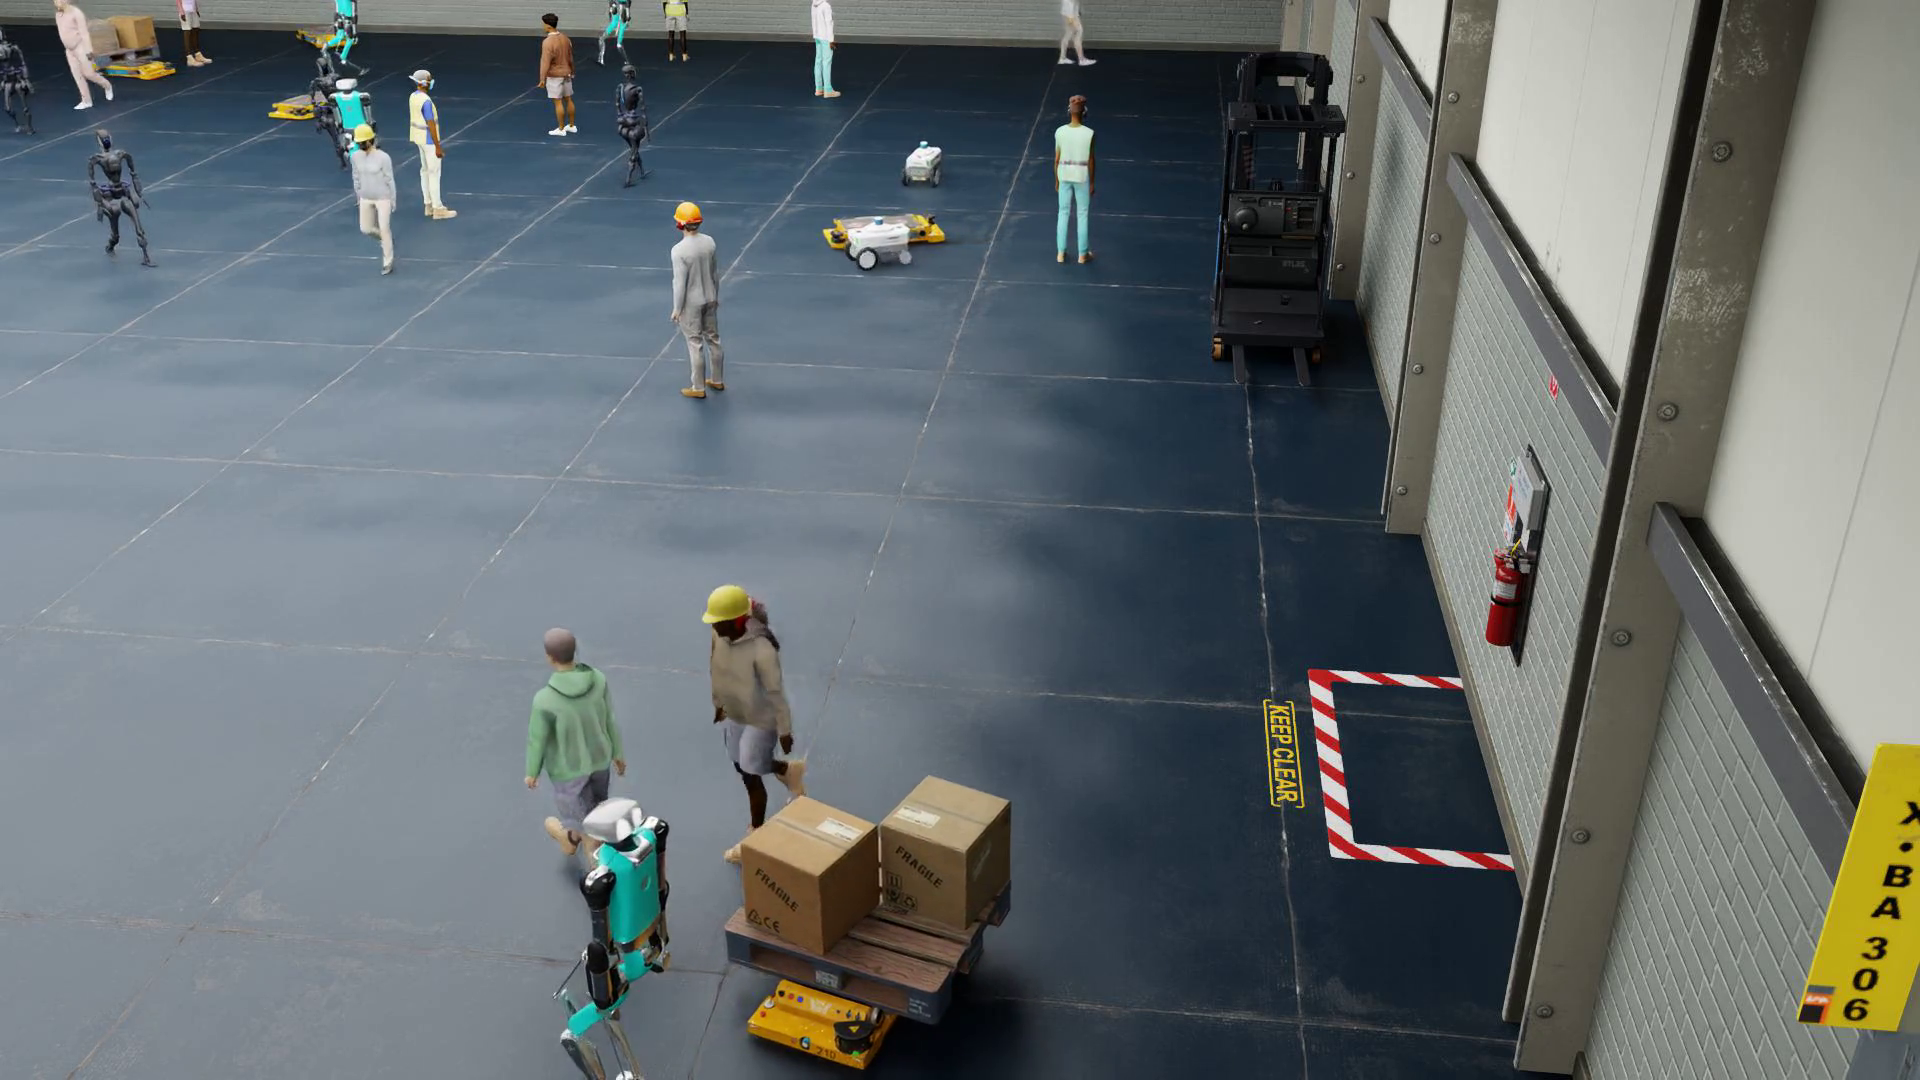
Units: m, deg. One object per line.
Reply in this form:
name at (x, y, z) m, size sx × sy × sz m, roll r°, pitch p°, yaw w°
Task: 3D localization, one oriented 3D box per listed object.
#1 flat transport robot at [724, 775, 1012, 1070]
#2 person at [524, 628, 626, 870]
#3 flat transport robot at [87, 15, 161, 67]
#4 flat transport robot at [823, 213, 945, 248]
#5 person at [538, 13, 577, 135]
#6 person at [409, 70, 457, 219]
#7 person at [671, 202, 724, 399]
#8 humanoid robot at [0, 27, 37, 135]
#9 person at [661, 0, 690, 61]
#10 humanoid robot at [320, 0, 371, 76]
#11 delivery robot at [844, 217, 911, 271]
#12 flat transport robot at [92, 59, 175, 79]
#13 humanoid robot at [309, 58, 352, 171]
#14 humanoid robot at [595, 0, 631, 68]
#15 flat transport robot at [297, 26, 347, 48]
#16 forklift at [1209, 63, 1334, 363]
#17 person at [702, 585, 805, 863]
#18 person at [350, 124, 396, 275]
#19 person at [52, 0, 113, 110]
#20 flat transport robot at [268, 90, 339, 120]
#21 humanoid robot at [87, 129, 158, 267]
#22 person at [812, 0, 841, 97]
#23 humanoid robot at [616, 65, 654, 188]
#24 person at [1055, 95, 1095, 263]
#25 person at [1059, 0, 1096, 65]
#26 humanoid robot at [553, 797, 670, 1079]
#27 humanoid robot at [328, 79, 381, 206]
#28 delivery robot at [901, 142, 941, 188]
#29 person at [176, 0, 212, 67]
flat transport robot at (-0.482, 2.176, 8.794) m, size 0.659 × 0.231 × 1.431 m, roll 11°, pitch 29°, yaw 21°
person at (-2.155, 1.221, 9.100) m, size 0.889 × 1.701 × 0.487 m, roll 21°, pitch 34°, yaw 36°
flat transport robot at (-15.471, -8.733, 30.572) m, size 1.431 × 0.231 × 0.659 m, roll 15°, pitch 30°, yaw 27°
flat transport robot at (-0.959, -3.872, 20.868) m, size 1.431 × 0.231 × 0.659 m, roll -6°, pitch 27°, yaw -13°
person at (-6.212, -7.217, 25.786) m, size 0.408 × 1.851 × 0.787 m, roll 13°, pitch 29°, yaw 24°
person at (-6.896, -5.122, 21.554) m, size 0.384 × 1.890 × 0.543 m, roll -19°, pitch 32°, yaw -34°
person at (-2.522, -2.285, 15.886) m, size 0.370 × 1.896 × 0.571 m, roll 21°, pitch 33°, yaw 35°
humanoid robot at (-14.654, -7.112, 25.772) m, size 0.596 × 1.645 × 0.353 m, roll -1°, pitch 27°, yaw -1°
person at (-5.338, -9.880, 31.277) m, size 0.527 × 1.689 × 0.321 m, roll 5°, pitch 27°, yaw 11°
humanoid robot at (-10.976, -8.953, 29.404) m, size 0.552 × 1.726 × 1.078 m, roll 14°, pitch 30°, yaw 26°
delivery robot at (-0.984, -3.570, 19.933) m, size 0.764 × 0.582 × 0.499 m, roll -10°, pitch 28°, yaw -20°
flat transport robot at (-15.090, -8.560, 30.226) m, size 1.431 × 0.231 × 0.659 m, roll 8°, pitch 28°, yaw 16°
humanoid robot at (-8.964, -6.090, 23.742) m, size 0.547 × 1.620 × 0.638 m, roll 24°, pitch 35°, yaw 39°
humanoid robot at (-6.491, -9.633, 30.764) m, size 0.581 × 1.757 × 0.987 m, roll 18°, pitch 32°, yaw 32°
flat transport robot at (-12.699, -10.039, 33.179) m, size 0.659 × 0.231 × 1.431 m, roll -18°, pitch 32°, yaw -32°
forklift at (3.241, -3.477, 17.183) m, size 1.129 × 2.768 × 1.873 m, roll 3°, pitch 27°, yaw 6°
person at (-1.155, 0.974, 9.563) m, size 0.593 × 1.729 × 0.681 m, roll 21°, pitch 33°, yaw 35°
person at (-6.827, -4.008, 19.488) m, size 0.526 × 1.755 × 0.472 m, roll 4°, pitch 27°, yaw 9°
person at (-14.613, -8.152, 27.619) m, size 0.673 × 1.867 × 0.695 m, roll 12°, pitch 29°, yaw 22°
flat transport robot at (-10.691, -7.192, 27.496) m, size 0.659 × 0.231 × 1.431 m, roll 9°, pitch 28°, yaw 17°
humanoid robot at (-9.983, -4.057, 19.721) m, size 0.768 × 1.632 × 0.612 m, roll 20°, pitch 33°, yaw 35°
person at (-2.319, -8.535, 28.342) m, size 0.364 × 1.913 × 0.500 m, roll -19°, pitch 33°, yaw -34°
humanoid robot at (-4.517, -5.777, 23.129) m, size 0.612 × 1.626 × 0.738 m, roll 18°, pitch 32°, yaw 32°
person at (1.354, -4.276, 19.771) m, size 0.482 × 1.977 × 0.401 m, roll 8°, pitch 28°, yaw 16°
person at (2.168, -9.774, 30.894) m, size 0.588 × 1.868 × 0.511 m, roll -2°, pitch 27°, yaw -3°
humanoid robot at (-1.656, 1.912, 7.650) m, size 0.681 × 1.770 × 0.534 m, roll 12°, pitch 29°, yaw 22°
humanoid robot at (-7.893, -5.266, 21.999) m, size 0.542 × 1.726 × 0.978 m, roll -1°, pitch 27°, yaw -1°
delivery robot at (-0.508, -5.278, 23.348) m, size 0.499 × 0.587 × 0.782 m, roll 6°, pitch 27°, yaw 12°
person at (-14.271, -9.831, 30.803) m, size 0.397 × 2.035 × 0.606 m, roll 3°, pitch 27°, yaw 5°
